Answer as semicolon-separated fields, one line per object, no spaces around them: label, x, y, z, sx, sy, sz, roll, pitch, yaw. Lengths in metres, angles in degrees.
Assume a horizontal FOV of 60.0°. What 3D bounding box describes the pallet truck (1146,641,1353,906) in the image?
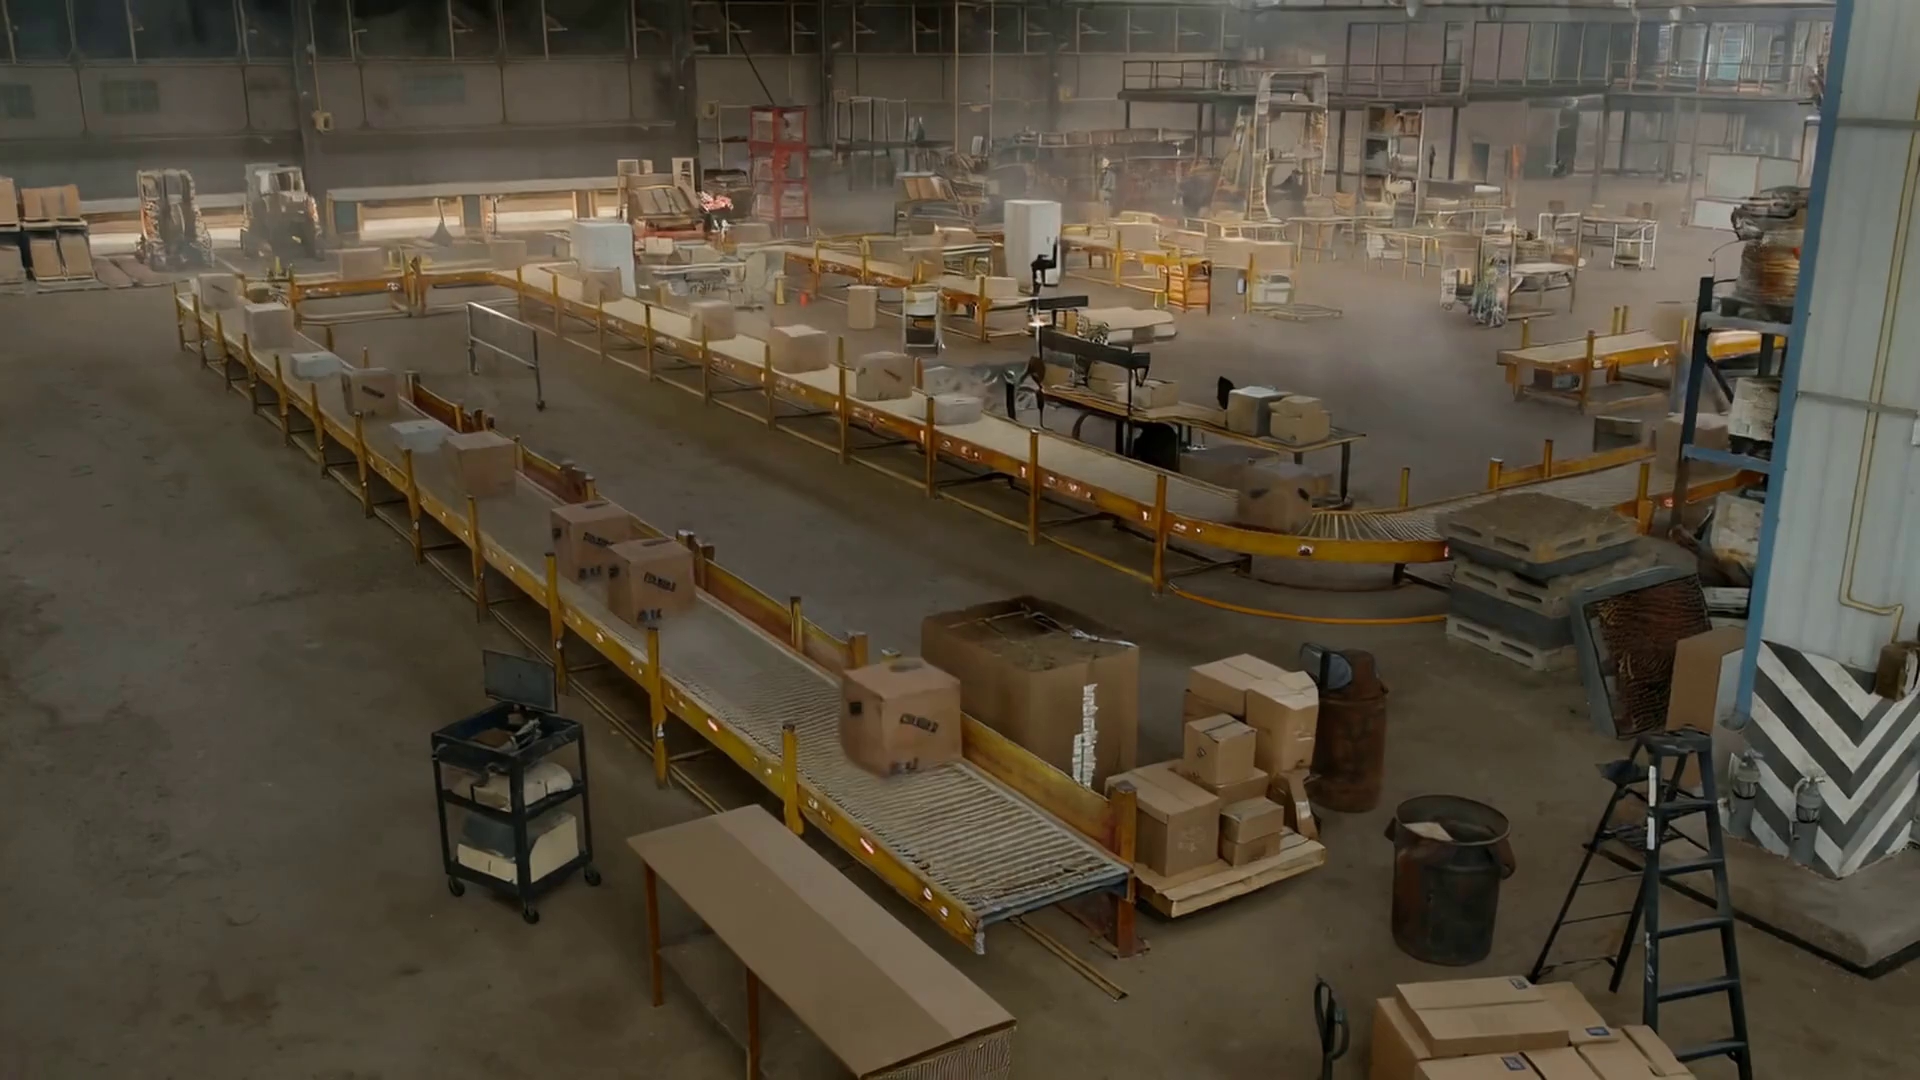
pallet truck;1.664;1.407;10.232;1.630;1.274;0.653;-10;20;-31

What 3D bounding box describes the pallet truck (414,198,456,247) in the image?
pallet truck;-13.250;-8.060;41.856;0.680;1.201;1.601;-10;20;-31

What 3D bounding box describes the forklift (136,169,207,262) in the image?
forklift;-17.842;-7.318;37.559;1.157;1.987;2.680;-10;20;-31

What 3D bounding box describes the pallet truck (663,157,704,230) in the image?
pallet truck;-7.586;-9.308;44.692;0.823;1.965;1.885;-11;20;-33

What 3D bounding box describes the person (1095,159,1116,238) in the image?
person;3.745;-8.789;42.888;0.370;2.044;0.608;-12;20;-34

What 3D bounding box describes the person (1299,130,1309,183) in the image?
person;12.378;-13.836;59.972;0.353;1.879;0.567;10;19;30

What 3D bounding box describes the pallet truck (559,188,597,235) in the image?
pallet truck;-10.010;-8.652;43.699;0.653;1.274;1.630;-10;20;-31

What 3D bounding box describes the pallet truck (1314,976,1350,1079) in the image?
pallet truck;2.299;2.390;7.086;1.601;1.201;0.680;-2;17;-7

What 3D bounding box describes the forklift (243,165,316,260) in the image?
forklift;-15.898;-7.669;38.708;1.157;1.987;2.680;-11;20;-33

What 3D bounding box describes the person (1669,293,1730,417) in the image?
person;10.034;-2.468;22.411;0.898;1.722;0.532;-6;18;-21

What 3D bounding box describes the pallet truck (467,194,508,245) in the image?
pallet truck;-11.983;-8.177;42.137;0.704;1.261;1.522;-11;20;-33

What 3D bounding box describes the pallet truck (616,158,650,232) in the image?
pallet truck;-8.918;-9.176;44.255;0.823;1.965;1.885;-9;19;-27
